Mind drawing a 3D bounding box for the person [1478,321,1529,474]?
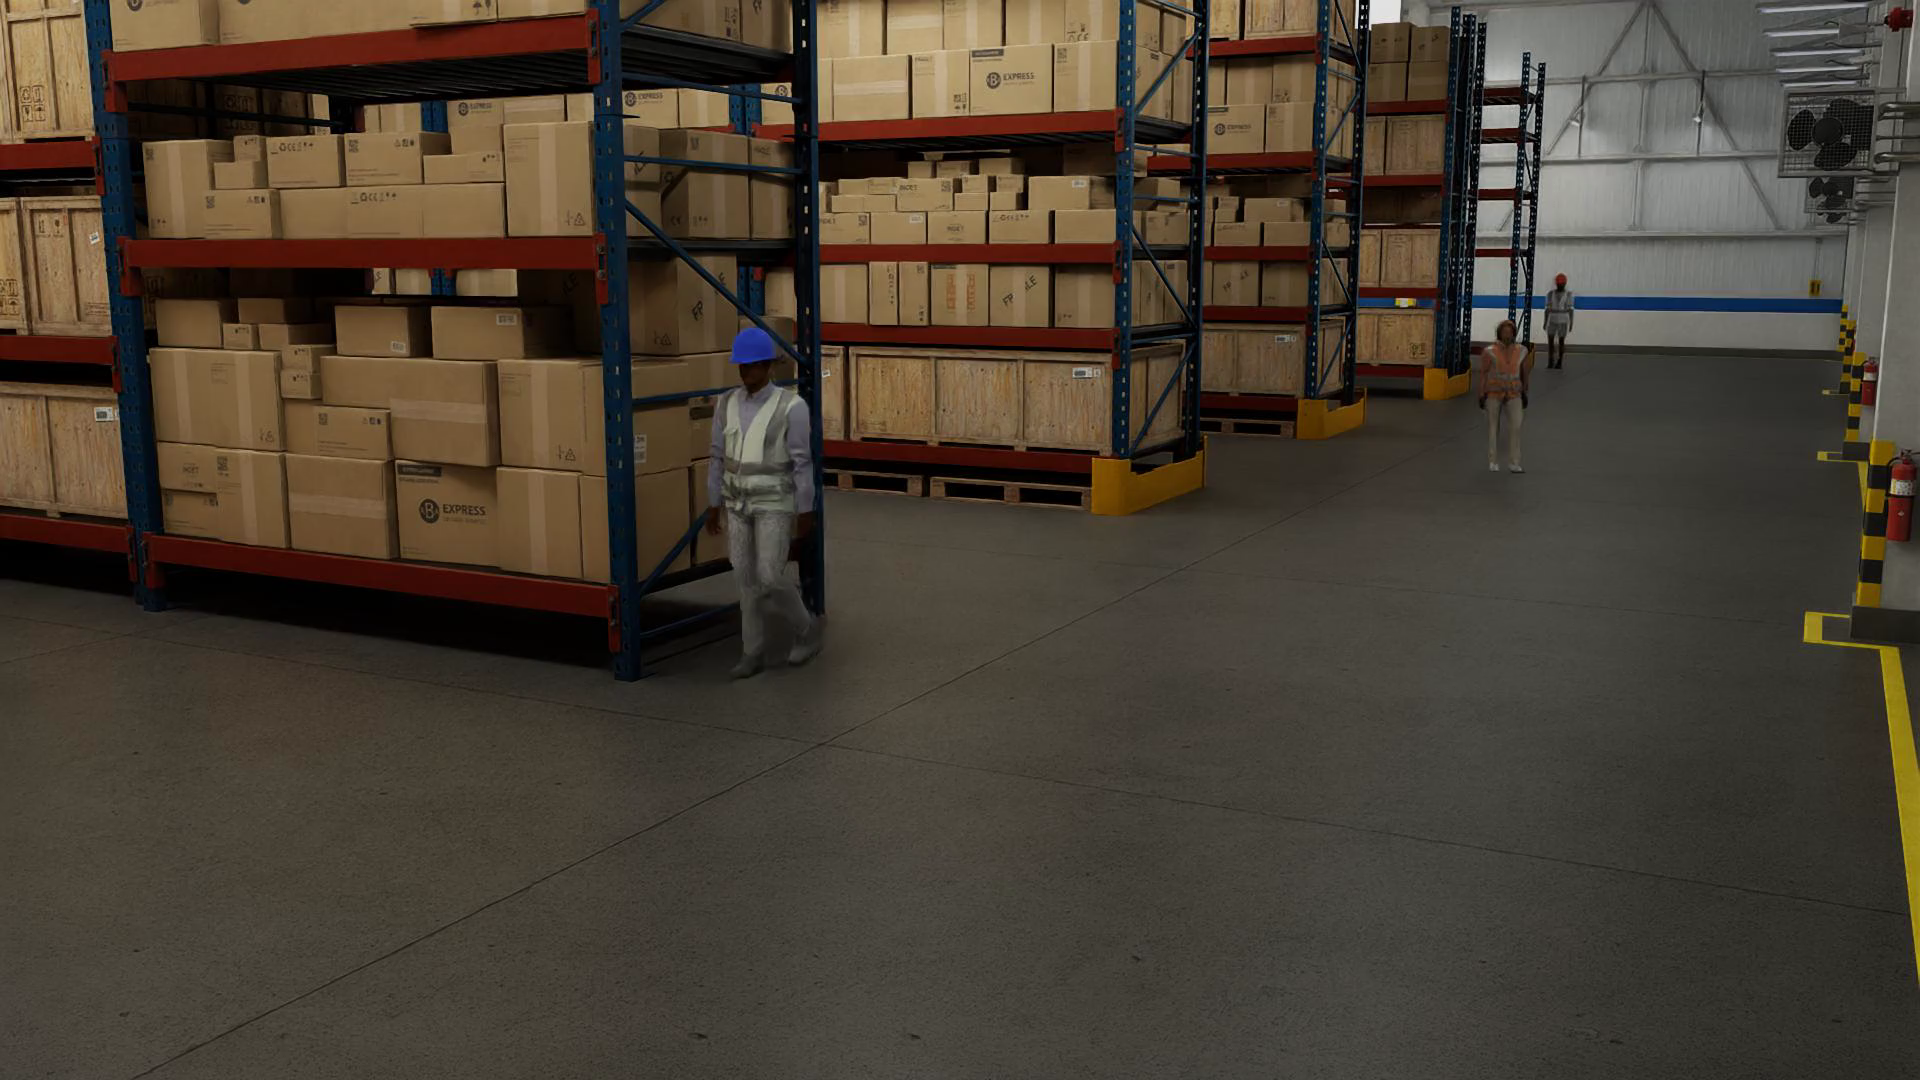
[{"bbox_3d":[5.742,-1.488,17.514,0.551,1.605,0.761,1,10,4],"label":"person"}]

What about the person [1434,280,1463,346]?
[{"bbox_3d":[8.732,-3.737,29.790,0.650,1.887,1.040,-4,11,-22],"label":"person"}]

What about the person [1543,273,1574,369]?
[{"bbox_3d":[11.978,-4.371,33.318,0.597,1.918,0.707,6,11,29],"label":"person"}]

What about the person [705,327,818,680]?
[{"bbox_3d":[-1.098,-0.199,9.133,0.624,1.930,0.444,6,11,31],"label":"person"}]
